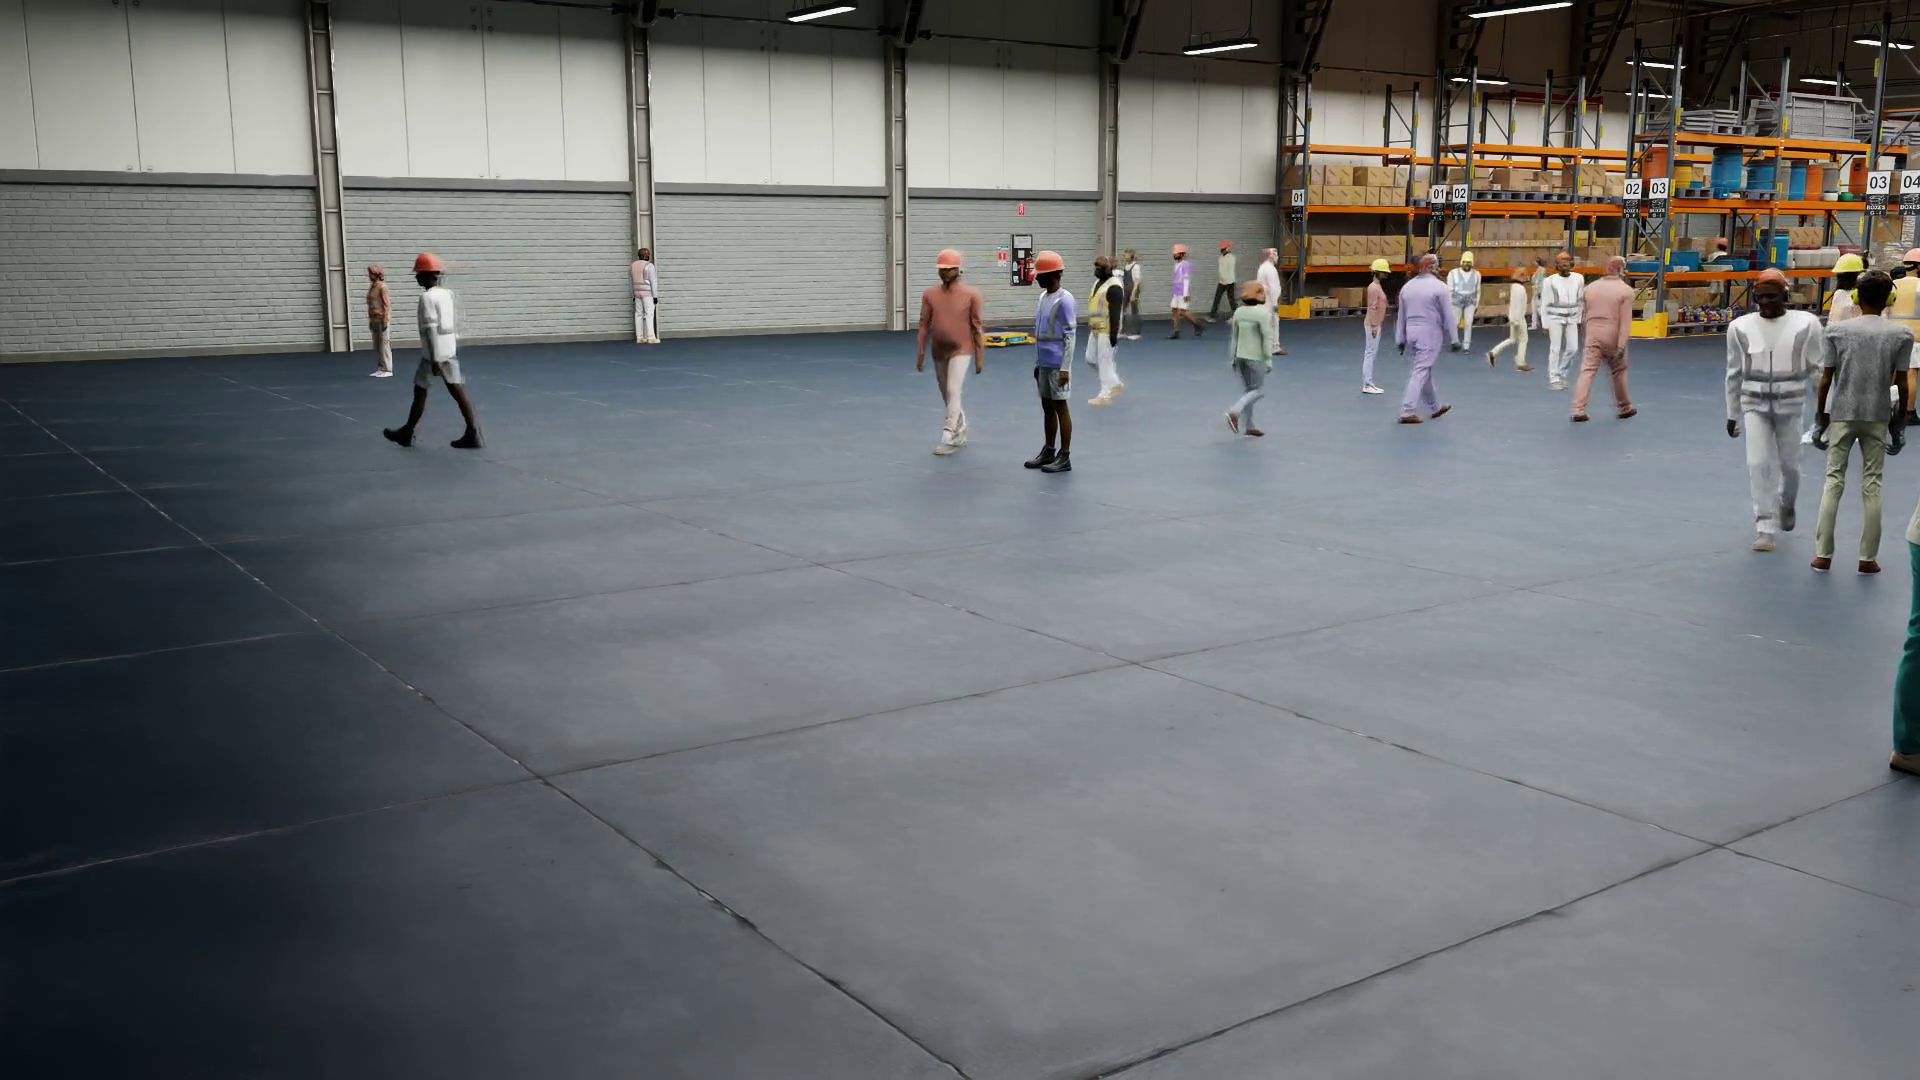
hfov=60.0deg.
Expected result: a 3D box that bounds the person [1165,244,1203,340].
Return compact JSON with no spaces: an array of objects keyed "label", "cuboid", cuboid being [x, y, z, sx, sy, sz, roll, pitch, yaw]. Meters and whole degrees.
[{"label":"person","cuboid":[4.494,-4.962,33.318,0.698,1.911,0.573,-3,11,-18]}]

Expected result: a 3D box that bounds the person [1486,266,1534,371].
[{"label":"person","cuboid":[8.510,-3.399,25.579,0.635,1.607,0.501,0,10,1]}]

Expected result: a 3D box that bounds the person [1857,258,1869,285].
[{"label":"person","cuboid":[16.409,-4.284,30.259,0.543,1.672,0.522,-6,12,-30]}]

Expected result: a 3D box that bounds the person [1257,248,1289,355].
[{"label":"person","cuboid":[5.289,-4.135,28.897,0.872,1.875,0.639,0,10,1]}]

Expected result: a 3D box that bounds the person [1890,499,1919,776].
[{"label":"person","cuboid":[3.796,0.026,6.364,0.304,1.771,0.532,7,13,34]}]

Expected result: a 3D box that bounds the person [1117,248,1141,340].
[{"label":"person","cuboid":[3.321,-4.894,33.175,0.766,1.819,0.531,-5,12,-27]}]

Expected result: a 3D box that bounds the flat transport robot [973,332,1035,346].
[{"label":"flat transport robot","cuboid":[0.790,-3.820,31.553,0.652,0.197,1.431,6,12,31]}]

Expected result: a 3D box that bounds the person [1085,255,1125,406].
[{"label":"person","cuboid":[1.777,-2.550,20.318,0.459,1.828,0.647,-3,11,-16]}]

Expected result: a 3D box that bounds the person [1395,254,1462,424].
[{"label":"person","cuboid":[5.250,-2.232,18.501,0.986,1.859,0.648,-6,12,-29]}]

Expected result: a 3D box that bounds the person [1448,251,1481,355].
[{"label":"person","cuboid":[8.842,-4.171,29.240,0.602,1.813,0.560,1,10,7]}]

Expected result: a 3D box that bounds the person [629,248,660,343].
[{"label":"person","cuboid":[-6.106,-4.736,32.269,0.635,1.842,0.429,6,12,30]}]

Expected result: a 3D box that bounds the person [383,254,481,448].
[{"label":"person","cuboid":[-5.155,-1.832,16.214,1.011,1.883,0.566,2,11,11]}]

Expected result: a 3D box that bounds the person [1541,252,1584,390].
[{"label":"person","cuboid":[8.064,-2.919,22.285,0.617,1.851,0.531,-1,10,-5]}]

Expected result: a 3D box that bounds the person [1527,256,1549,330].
[{"label":"person","cuboid":[12.793,-5.443,36.712,0.423,1.624,0.536,0,10,1]}]

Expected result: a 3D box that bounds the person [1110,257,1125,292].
[{"label":"person","cuboid":[3.131,-4.988,34.203,0.519,1.640,0.307,-1,10,-4]}]

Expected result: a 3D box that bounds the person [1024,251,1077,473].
[{"label":"person","cuboid":[0.797,-1.556,14.591,0.375,1.931,0.542,-5,11,-24]}]

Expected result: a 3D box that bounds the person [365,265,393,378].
[{"label":"person","cuboid":[-8.522,-3.197,24.411,0.314,1.639,0.547,-9,14,-42]}]

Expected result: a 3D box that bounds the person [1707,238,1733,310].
[{"label":"person","cuboid":[19.210,-6.611,42.061,0.517,2.029,0.620,-8,13,-37]}]

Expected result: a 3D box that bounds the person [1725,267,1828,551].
[{"label":"person","cuboid":[5.422,-0.878,11.060,0.640,1.860,0.686,7,12,32]}]

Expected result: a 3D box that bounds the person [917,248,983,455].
[{"label":"person","cuboid":[-0.080,-1.832,16.061,0.637,1.955,1.005,4,11,23]}]

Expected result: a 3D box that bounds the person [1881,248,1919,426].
[{"label":"person","cuboid":[10.384,-2.218,18.227,0.375,1.927,0.543,-7,13,-35]}]

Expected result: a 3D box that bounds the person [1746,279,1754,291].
[{"label":"person","cuboid":[22.930,-7.627,47.902,0.391,1.920,0.587,-8,13,-38]}]

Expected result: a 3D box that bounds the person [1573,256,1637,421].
[{"label":"person","cuboid":[7.262,-2.250,18.655,1.047,1.843,0.635,-9,14,-41]}]

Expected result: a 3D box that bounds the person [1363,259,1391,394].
[{"label":"person","cuboid":[5.487,-2.811,21.928,0.314,1.768,0.522,4,11,19]}]

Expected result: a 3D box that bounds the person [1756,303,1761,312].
[{"label":"person","cuboid":[21.237,-6.812,43.707,0.953,1.832,0.535,-9,13,-39]}]

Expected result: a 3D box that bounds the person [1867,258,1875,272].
[{"label":"person","cuboid":[18.608,-4.992,33.495,0.989,1.896,0.647,-9,13,-39]}]

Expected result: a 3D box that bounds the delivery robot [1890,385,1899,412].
[{"label":"delivery robot","cuboid":[10.077,-1.598,18.336,0.707,0.478,0.477,-8,13,-39]}]

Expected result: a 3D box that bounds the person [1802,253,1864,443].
[{"label":"person","cuboid":[8.811,-1.898,16.556,0.866,1.897,0.608,2,10,9]}]

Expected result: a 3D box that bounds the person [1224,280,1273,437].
[{"label":"person","cuboid":[2.930,-1.840,16.979,0.548,1.617,0.509,-6,12,-32]}]

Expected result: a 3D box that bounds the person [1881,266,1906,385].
[{"label":"person","cuboid":[11.600,-2.553,20.698,0.533,1.697,0.318,2,10,9]}]

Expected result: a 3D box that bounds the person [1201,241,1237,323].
[{"label":"person","cuboid":[6.203,-6.092,39.391,0.981,1.946,0.652,-6,12,-28]}]

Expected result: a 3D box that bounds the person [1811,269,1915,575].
[{"label":"person","cuboid":[5.500,-0.711,10.163,0.506,1.859,0.311,5,11,25]}]
